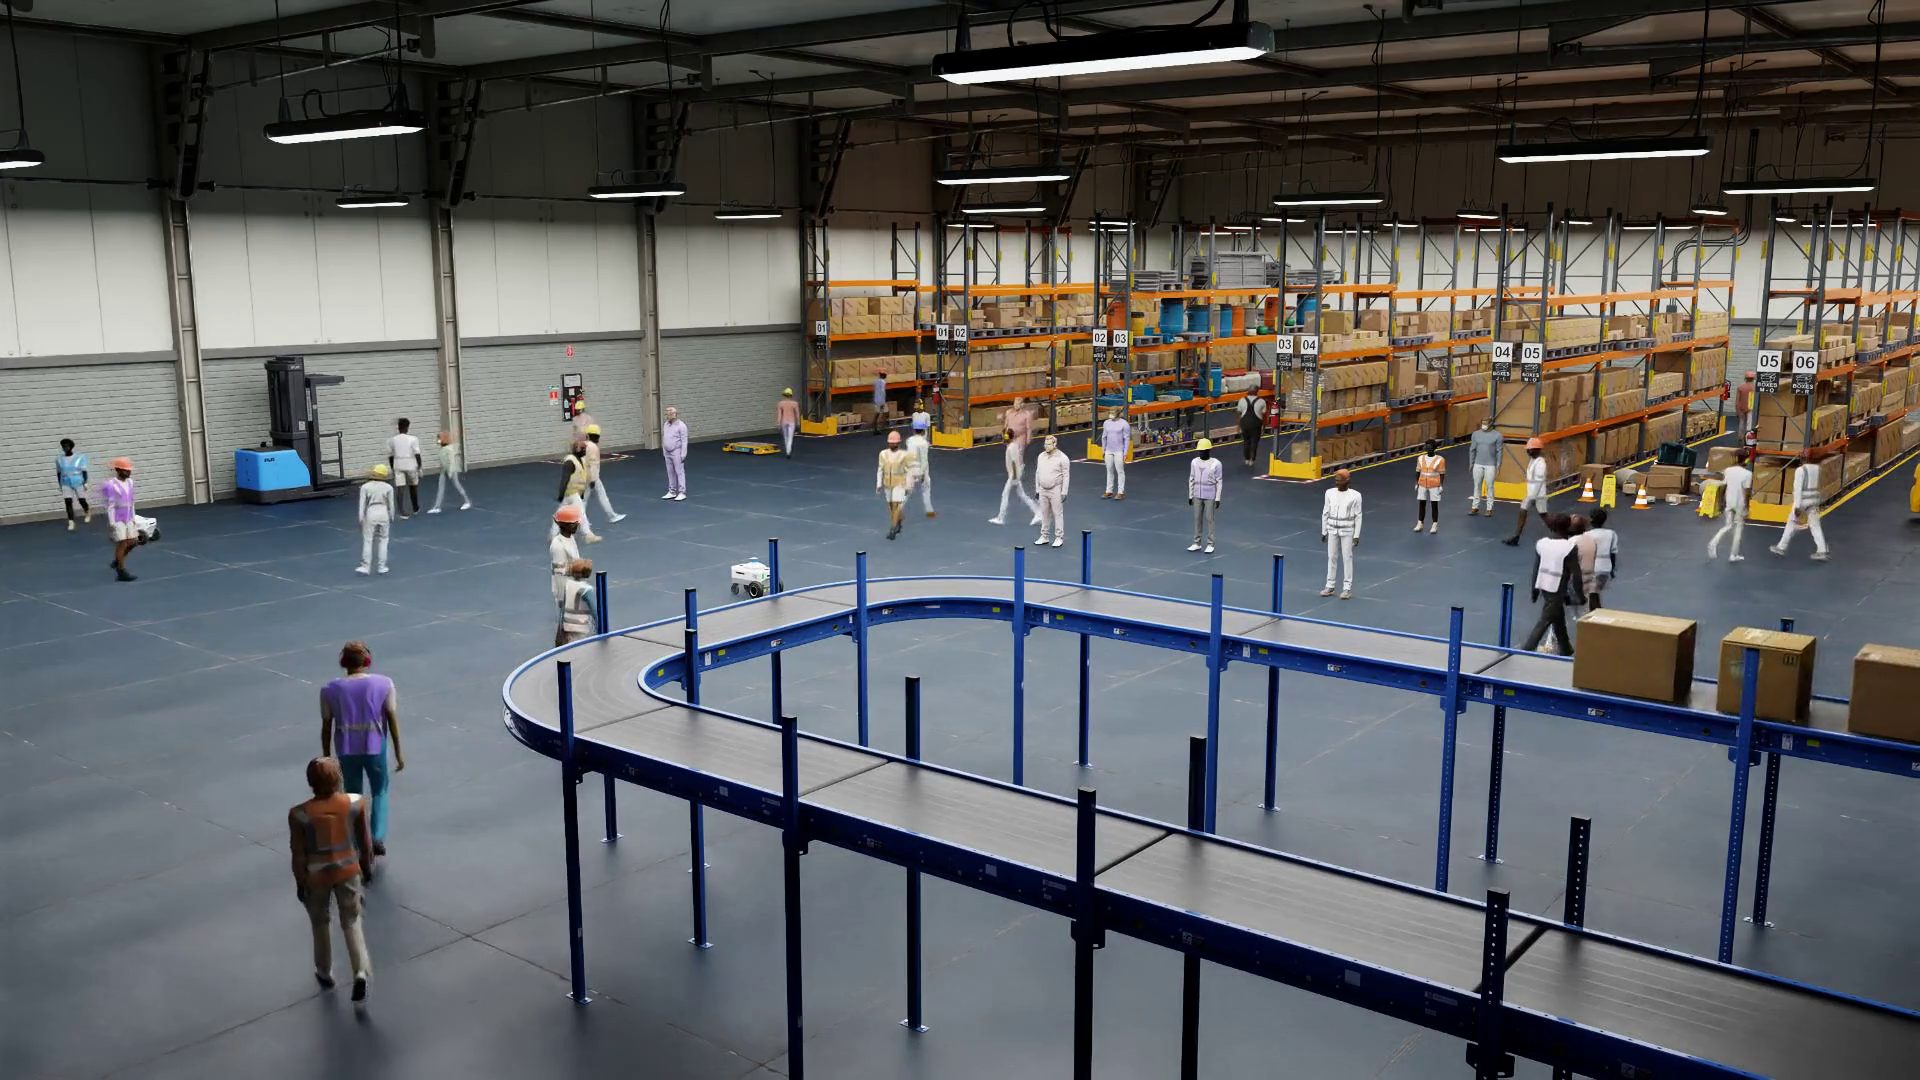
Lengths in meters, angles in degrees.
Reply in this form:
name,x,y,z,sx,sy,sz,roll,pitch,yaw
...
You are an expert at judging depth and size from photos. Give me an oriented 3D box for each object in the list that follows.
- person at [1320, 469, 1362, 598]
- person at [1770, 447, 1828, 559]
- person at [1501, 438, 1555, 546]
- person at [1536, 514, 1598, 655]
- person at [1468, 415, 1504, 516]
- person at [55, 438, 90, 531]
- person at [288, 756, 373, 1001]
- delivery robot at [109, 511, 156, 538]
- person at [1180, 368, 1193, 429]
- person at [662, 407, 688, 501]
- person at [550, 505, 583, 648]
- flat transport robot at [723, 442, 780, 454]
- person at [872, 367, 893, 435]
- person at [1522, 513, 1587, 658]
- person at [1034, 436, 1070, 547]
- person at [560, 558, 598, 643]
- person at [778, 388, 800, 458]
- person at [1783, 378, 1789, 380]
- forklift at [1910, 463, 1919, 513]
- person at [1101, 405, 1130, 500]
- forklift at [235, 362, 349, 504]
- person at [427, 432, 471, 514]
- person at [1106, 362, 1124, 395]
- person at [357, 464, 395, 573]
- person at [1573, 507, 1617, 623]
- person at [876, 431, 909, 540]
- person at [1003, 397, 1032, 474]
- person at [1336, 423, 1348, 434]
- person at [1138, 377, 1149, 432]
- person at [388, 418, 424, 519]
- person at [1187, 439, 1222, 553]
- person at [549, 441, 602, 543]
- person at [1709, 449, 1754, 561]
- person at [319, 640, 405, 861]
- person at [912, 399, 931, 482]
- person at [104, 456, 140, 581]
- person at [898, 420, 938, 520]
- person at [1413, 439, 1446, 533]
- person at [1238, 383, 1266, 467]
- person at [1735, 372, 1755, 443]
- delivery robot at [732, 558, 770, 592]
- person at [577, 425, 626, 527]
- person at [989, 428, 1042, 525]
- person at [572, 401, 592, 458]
name,x,y,z,sx,sy,sz,roll,pitch,yaw
person,5.530,-0.099,22.721,0.585,1.881,0.337,8,13,37
person,13.933,-0.613,25.765,0.590,1.839,0.991,-4,11,-23
person,9.862,-0.811,26.729,0.998,1.892,0.554,0,10,0
person,7.553,0.580,19.115,0.620,1.811,0.855,-6,12,-30
person,10.094,-1.431,30.065,0.635,1.937,0.352,8,13,37
person,-16.202,-1.042,28.602,0.538,1.684,0.592,-3,10,-14
person,-4.138,2.234,10.365,0.517,1.611,0.752,-7,12,-33
delivery robot,-14.400,-0.260,27.221,0.707,0.478,0.477,0,10,2
person,6.522,-4.022,45.003,0.530,1.811,0.838,5,11,28
person,-5.871,-1.765,32.039,0.652,1.904,0.403,8,13,37
person,-4.581,0.597,18.354,0.391,2.040,0.615,0,10,-1
flat transport robot,-5.364,-2.375,40.186,1.431,0.197,0.652,8,13,37
person,-2.165,-3.913,44.146,0.777,1.905,0.548,-7,12,-33
person,7.165,0.602,18.862,1.041,1.867,0.590,-4,11,-19
person,1.552,-0.839,26.823,0.652,1.906,0.403,8,13,37
person,-4.154,0.991,17.373,0.827,1.598,0.525,-9,13,-40
person,-4.291,-2.934,39.123,0.538,1.731,0.883,1,10,7
person,23.517,-3.986,44.769,0.670,1.820,0.658,5,11,26
forklift,19.034,-1.348,28.998,2.313,2.155,1.214,8,13,37
person,3.192,-1.806,32.178,0.635,1.936,0.350,8,13,37
forklift,-13.803,-2.244,32.110,1.129,2.768,1.873,8,13,37
person,-9.987,-1.335,30.583,0.500,1.599,0.877,7,12,36
person,5.045,-5.047,50.882,0.579,1.777,0.954,10,14,44
person,-9.166,-0.337,24.568,0.566,1.700,0.438,-4,11,-21
person,8.261,0.392,20.540,0.557,1.660,0.794,-3,11,-18
person,-1.163,-1.002,27.839,0.544,1.898,1.004,3,11,19
person,1.313,-2.277,34.984,0.652,1.881,0.733,6,12,31
person,9.872,-3.314,40.374,0.615,2.039,0.386,8,13,37
person,5.177,-3.802,44.265,0.507,1.631,0.266,8,13,37
person,-10.574,-1.373,29.851,0.647,1.899,1.042,-1,10,-7
person,4.094,-0.745,26.235,0.594,1.924,0.382,8,13,37
person,-6.751,-0.830,27.165,0.930,1.780,0.666,0,10,-1
person,12.538,-0.554,25.389,0.668,1.844,0.551,-5,11,-27
person,-4.822,1.723,12.646,0.638,1.817,0.460,-3,10,-14
person,-0.873,-2.192,34.556,0.535,1.865,0.310,8,13,37
person,-12.823,-0.332,23.941,0.520,1.913,0.589,2,10,13
person,-0.847,-1.325,29.583,0.980,1.912,0.615,-10,14,-43
person,8.454,-0.977,28.180,0.540,1.698,0.317,8,13,37
person,6.977,-2.770,37.430,0.678,2.000,0.927,4,11,20
person,21.061,-3.514,41.809,0.614,1.941,1.045,6,11,29
delivery robot,-3.017,0.503,22.928,0.707,0.478,0.477,8,13,37
person,-6.709,-1.192,28.875,0.985,1.873,0.607,-7,12,-33
person,1.073,-1.185,29.075,0.997,1.814,0.524,3,10,15
person,-8.486,-2.260,35.257,0.537,1.749,0.450,3,11,18
